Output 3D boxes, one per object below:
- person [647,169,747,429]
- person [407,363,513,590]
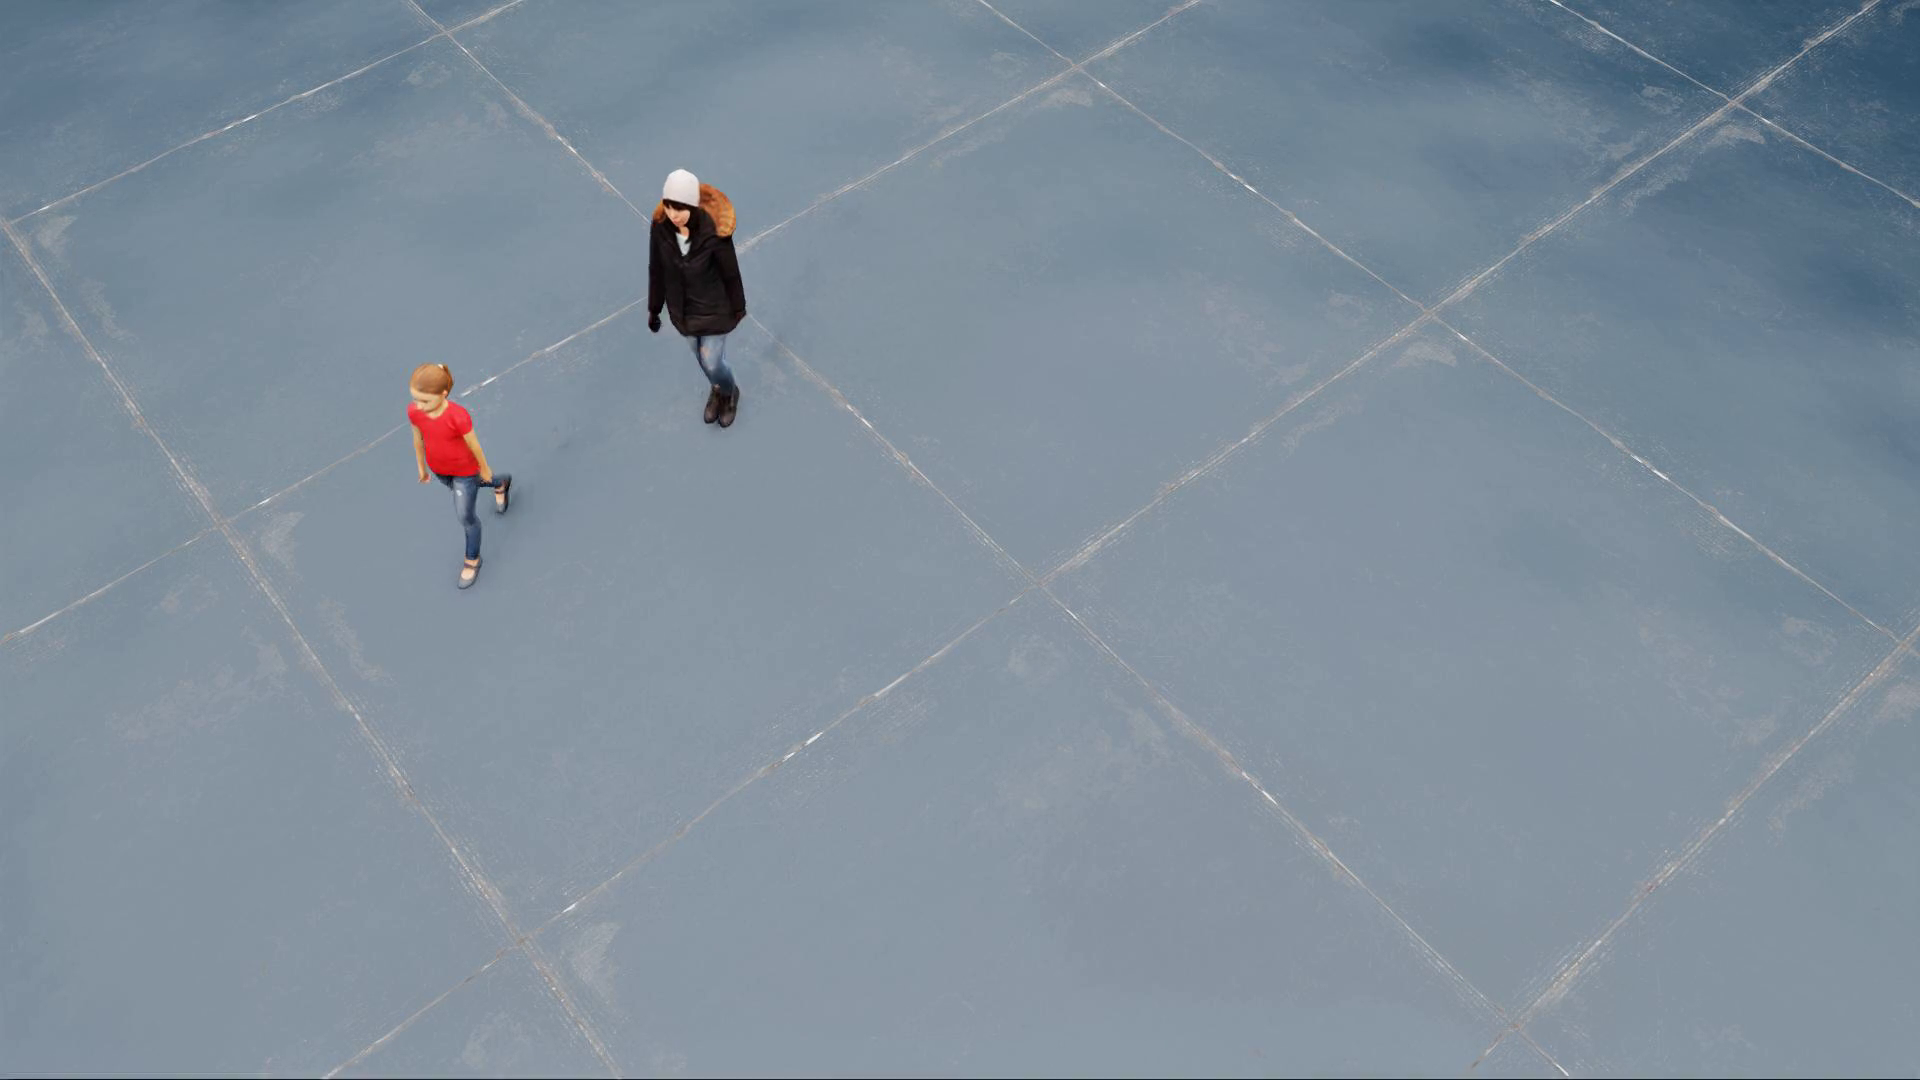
[{"bbox_3d":[-1.305,-1.256,8.488,0.747,1.624,0.778,16,54,12],"label":"person"},{"bbox_3d":[-2.415,-0.412,8.045,0.768,1.290,0.944,16,54,12],"label":"person"}]
